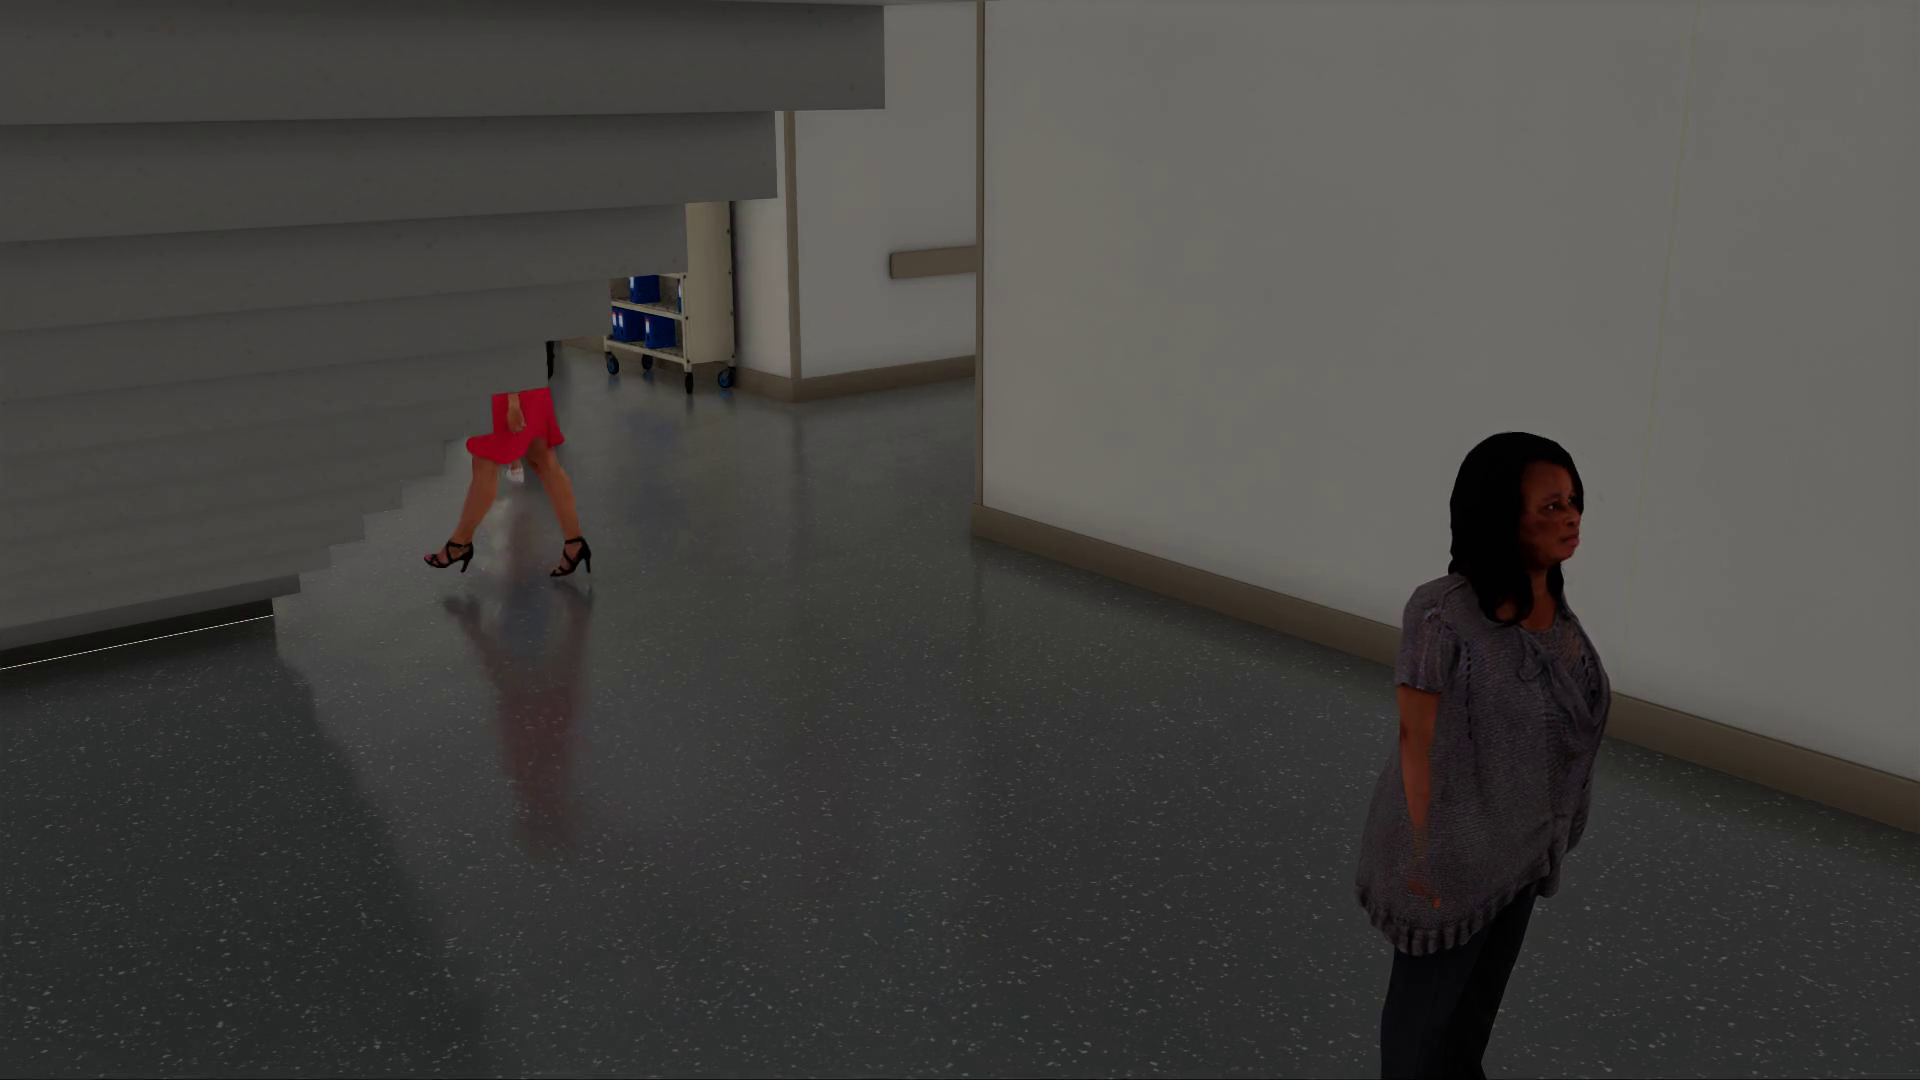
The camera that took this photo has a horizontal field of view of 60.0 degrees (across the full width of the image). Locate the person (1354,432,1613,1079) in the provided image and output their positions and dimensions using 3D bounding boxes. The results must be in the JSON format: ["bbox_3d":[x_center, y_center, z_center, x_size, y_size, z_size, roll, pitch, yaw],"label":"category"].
[{"bbox_3d":[1.048,0.565,3.402,0.621,1.608,0.639,-14,21,-40],"label":"person"}]
